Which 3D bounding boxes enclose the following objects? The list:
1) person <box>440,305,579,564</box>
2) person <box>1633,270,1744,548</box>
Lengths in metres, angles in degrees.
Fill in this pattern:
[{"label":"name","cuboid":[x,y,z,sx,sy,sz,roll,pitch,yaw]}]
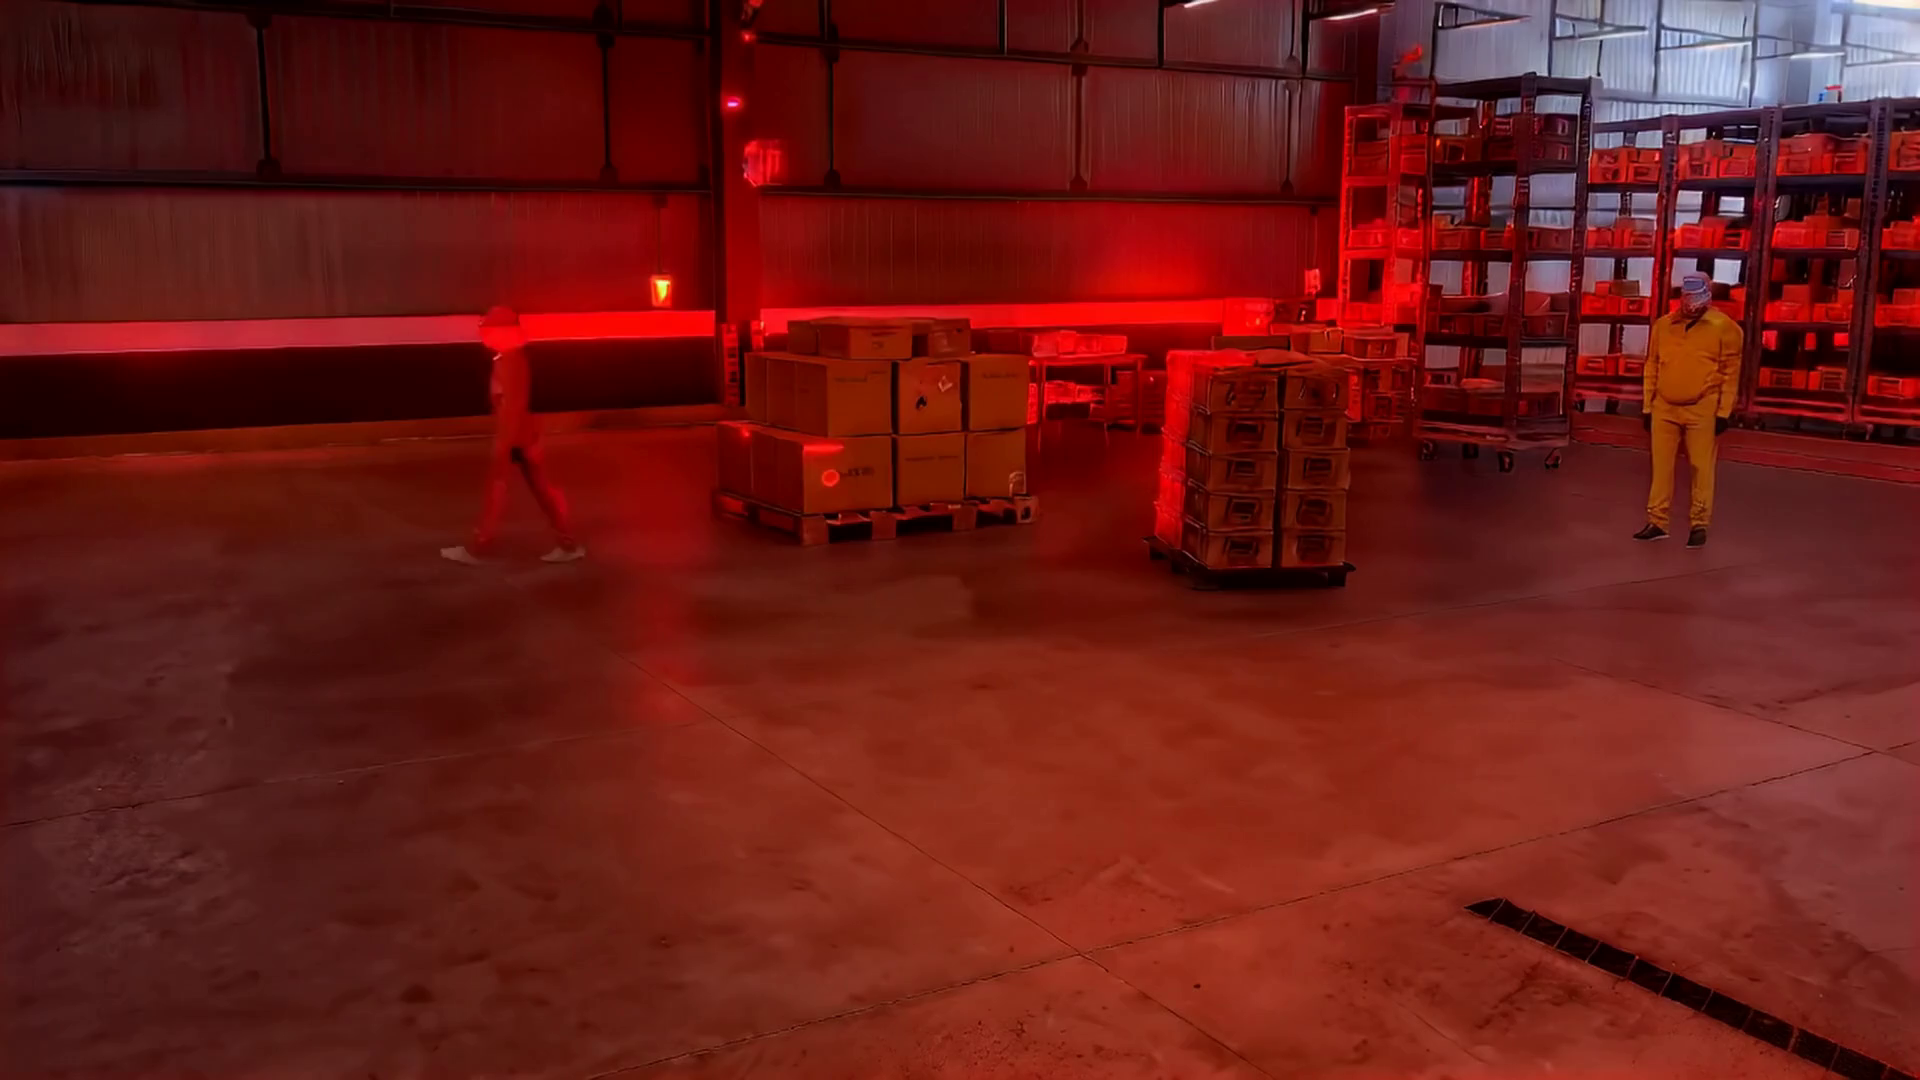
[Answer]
[{"label":"person","cuboid":[-2.936,-0.677,10.848,0.902,1.692,0.501,0,10,3]},{"label":"person","cuboid":[5.042,-0.905,11.554,0.406,1.911,0.639,-10,14,-44]}]
